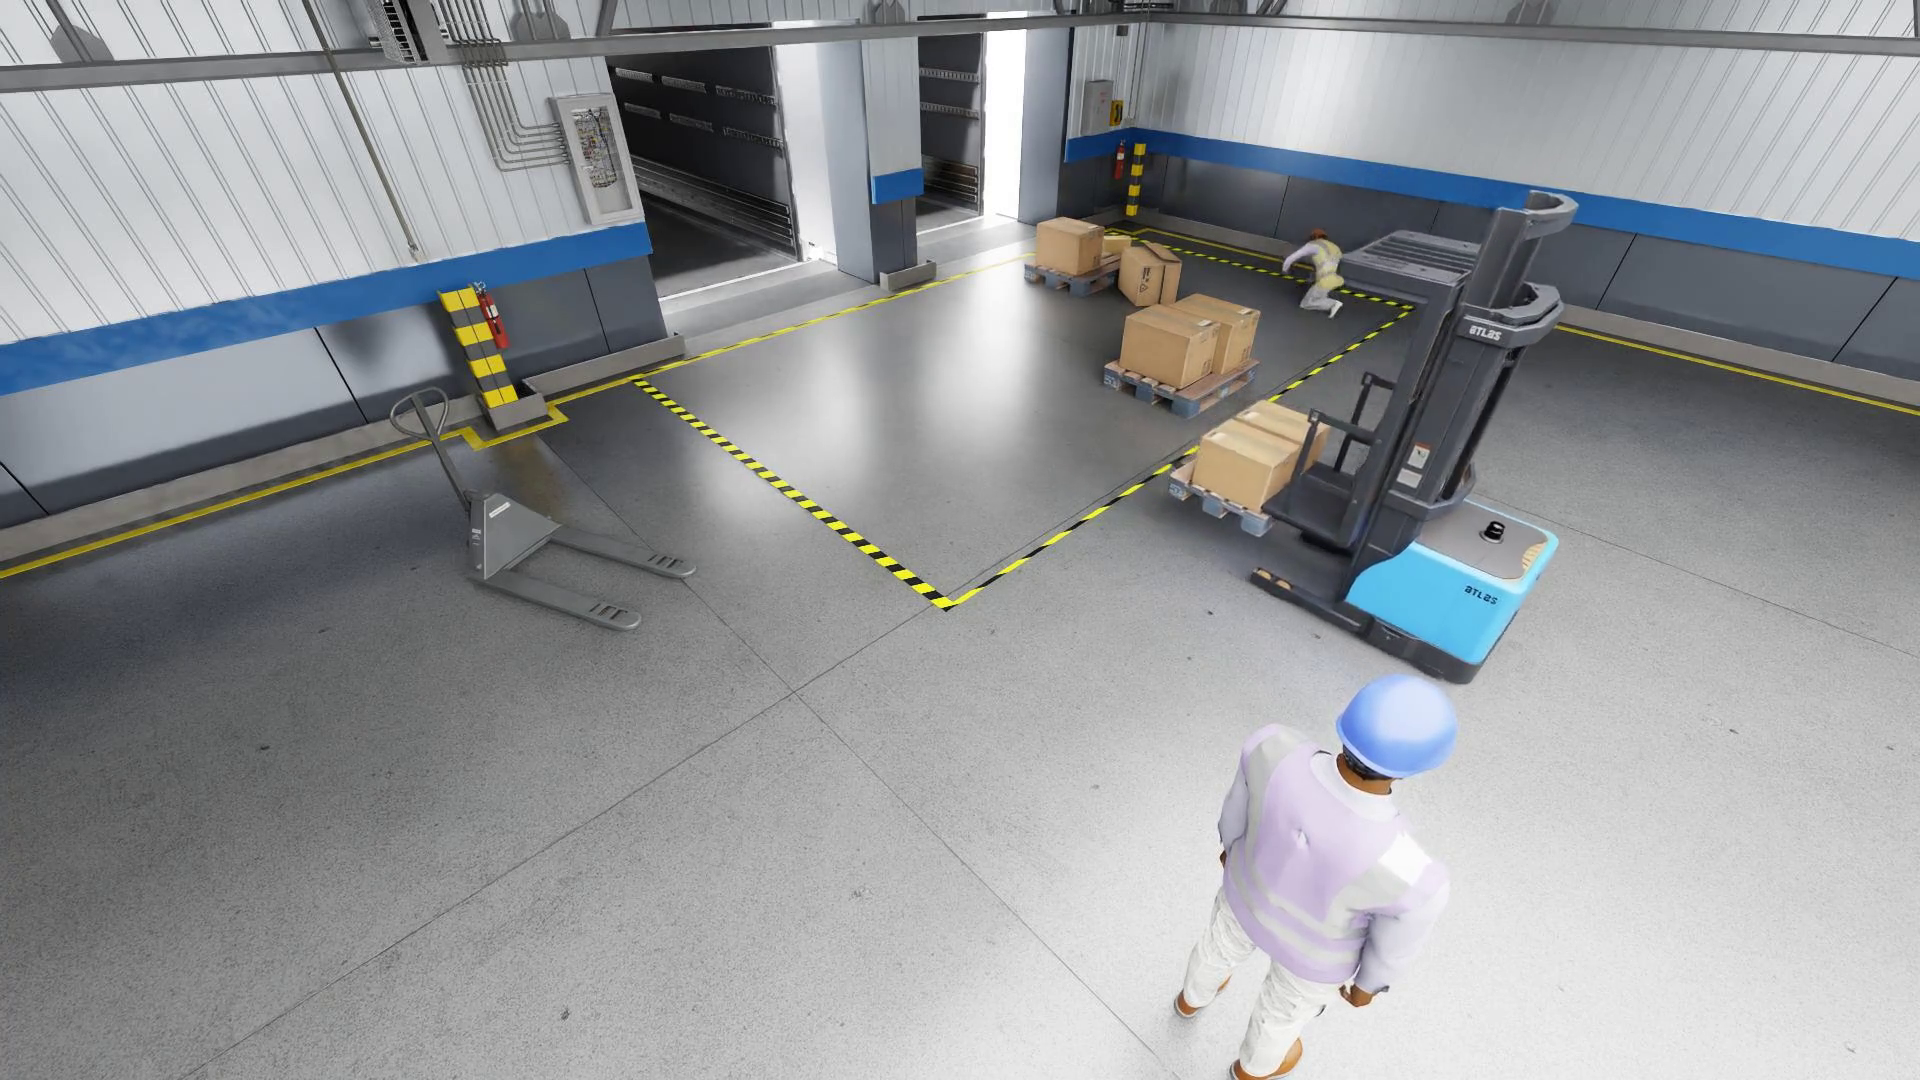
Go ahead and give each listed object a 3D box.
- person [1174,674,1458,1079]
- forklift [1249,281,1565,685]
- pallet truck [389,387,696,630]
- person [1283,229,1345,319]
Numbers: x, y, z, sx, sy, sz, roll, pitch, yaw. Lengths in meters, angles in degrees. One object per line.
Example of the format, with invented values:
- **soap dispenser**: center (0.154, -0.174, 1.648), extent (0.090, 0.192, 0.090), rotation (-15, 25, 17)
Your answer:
- **person**: center (1.023, 1.120, 2.244), extent (0.381, 1.948, 0.602), rotation (-21, 42, -25)
- **forklift**: center (2.785, -0.274, 3.972), extent (0.716, 2.013, 0.776), rotation (-30, 47, -33)
- **pallet truck**: center (-2.613, -0.247, 4.593), extent (1.601, 1.201, 0.680), rotation (14, 40, 17)
- **person**: center (4.282, -3.140, 8.710), extent (0.654, 0.868, 0.907), rotation (-15, 40, -19)
